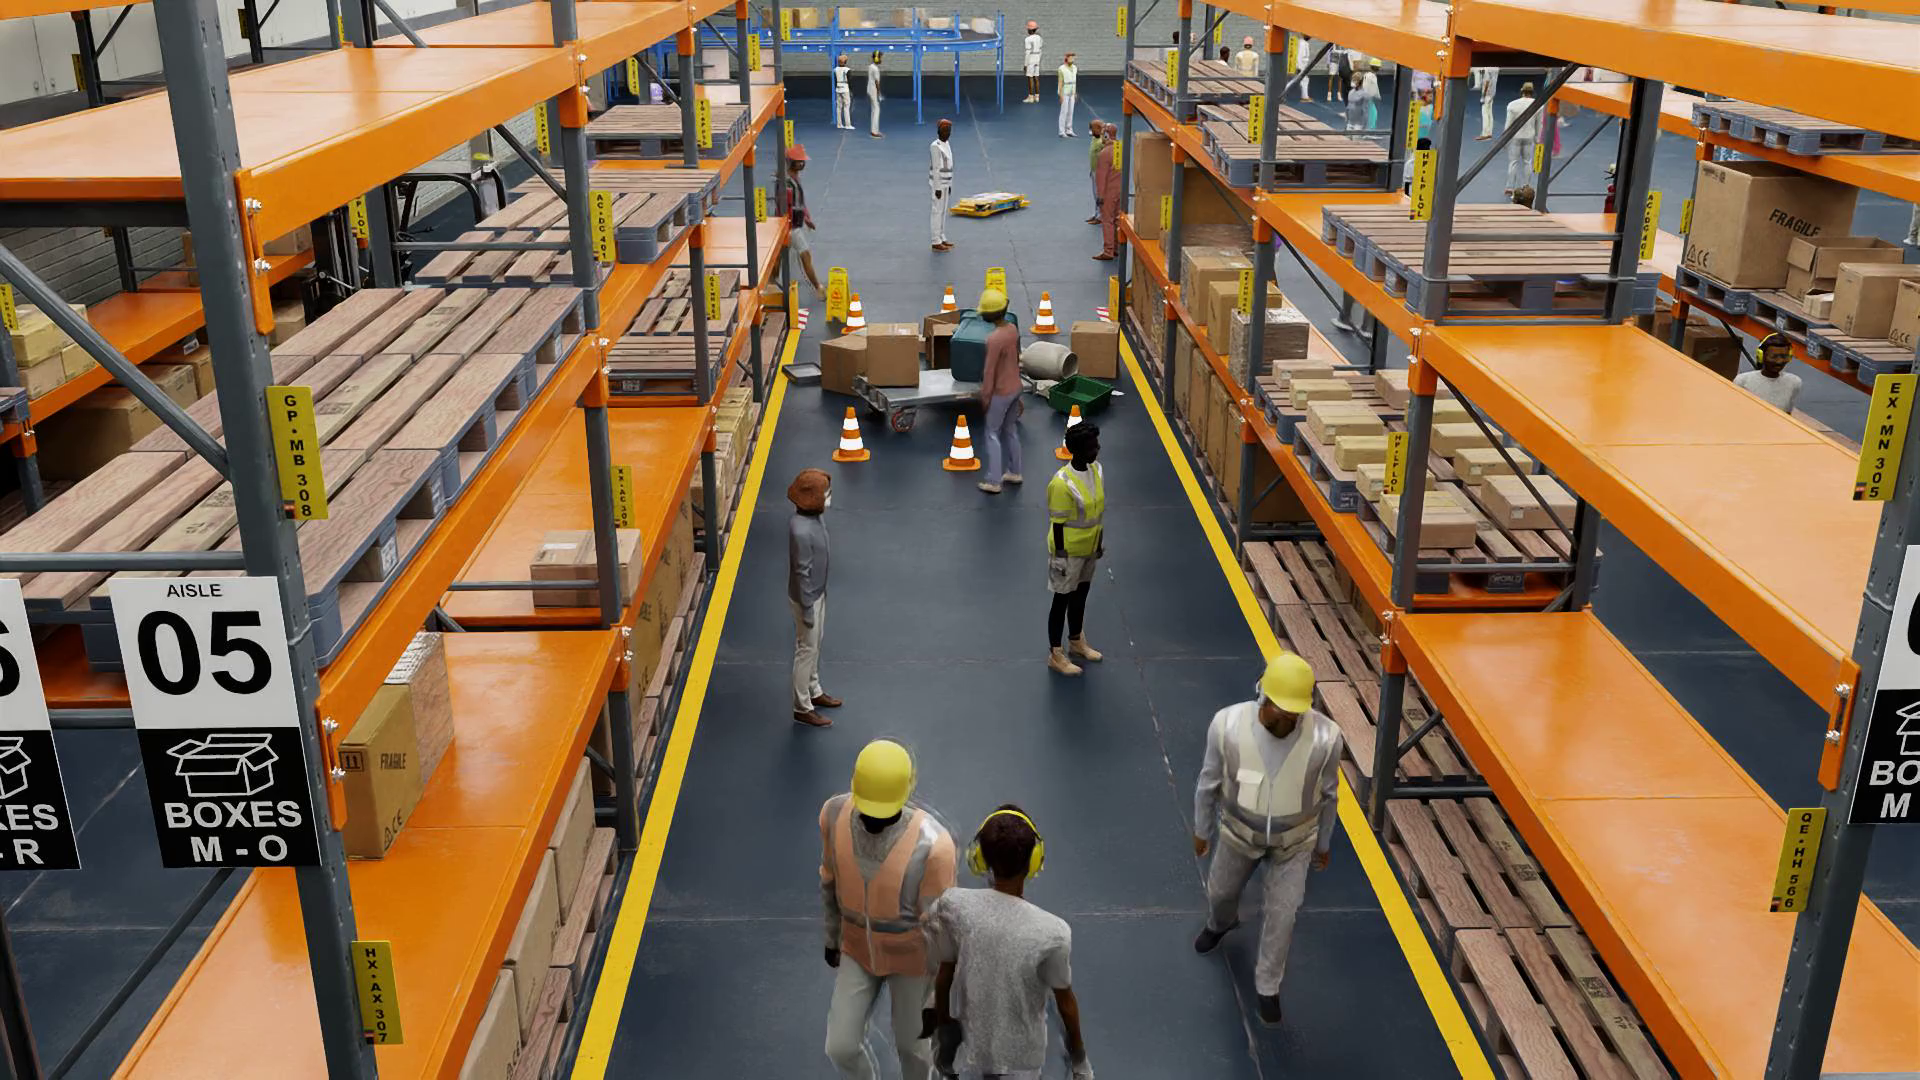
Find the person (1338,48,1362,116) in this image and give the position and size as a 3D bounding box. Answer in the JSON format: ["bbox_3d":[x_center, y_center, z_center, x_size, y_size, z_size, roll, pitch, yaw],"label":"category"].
[{"bbox_3d":[9.395,-11.166,39.868,0.616,2.000,0.818,-2,21,-7],"label":"person"}]

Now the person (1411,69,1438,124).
[{"bbox_3d":[10.557,-10.259,37.710,1.005,1.871,0.608,-16,26,-36],"label":"person"}]

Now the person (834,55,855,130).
[{"bbox_3d":[-2.646,-10.172,37.791,0.514,1.645,0.307,16,26,35],"label":"person"}]

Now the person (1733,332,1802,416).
[{"bbox_3d":[5.852,-0.617,12.222,0.513,1.872,0.331,0,21,-1],"label":"person"}]

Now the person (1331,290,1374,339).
[{"bbox_3d":[4.688,-3.338,19.382,0.614,1.882,0.850,-5,21,-13],"label":"person"}]

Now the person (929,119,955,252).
[{"bbox_3d":[-0.263,-5.168,24.230,0.355,1.886,0.572,6,21,14],"label":"person"}]

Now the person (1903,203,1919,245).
[{"bbox_3d":[14.370,-5.248,24.655,0.486,1.738,0.321,3,21,8],"label":"person"}]

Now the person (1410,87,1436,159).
[{"bbox_3d":[8.050,-7.012,29.190,0.613,1.822,0.438,-16,26,-35],"label":"person"}]

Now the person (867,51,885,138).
[{"bbox_3d":[-1.831,-9.747,36.390,0.396,1.856,0.579,-2,21,-5],"label":"person"}]

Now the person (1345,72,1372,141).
[{"bbox_3d":[7.342,-7.674,30.804,0.375,1.928,0.636,-8,22,-20],"label":"person"}]

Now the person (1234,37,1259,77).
[{"bbox_3d":[6.801,-10.992,39.619,0.549,1.891,0.962,2,21,4],"label":"person"}]

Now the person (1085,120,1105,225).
[{"bbox_3d":[2.159,-5.815,26.304,0.288,1.629,0.501,-3,21,-8],"label":"person"}]

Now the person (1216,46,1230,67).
[{"bbox_3d":[5.750,-9.929,36.790,0.407,1.907,0.597,-5,21,-14],"label":"person"}]

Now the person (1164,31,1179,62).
[{"bbox_3d":[5.262,-11.445,40.710,0.365,1.961,0.616,-17,27,-38],"label":"person"}]

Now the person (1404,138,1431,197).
[{"bbox_3d":[6.529,-4.890,23.754,0.540,1.697,0.317,-13,24,-30],"label":"person"}]

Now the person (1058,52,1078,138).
[{"bbox_3d":[2.338,-9.724,36.352,0.406,1.832,0.568,17,26,37],"label":"person"}]

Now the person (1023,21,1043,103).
[{"bbox_3d":[1.858,-12.354,42.999,0.369,2.048,0.607,16,26,36],"label":"person"}]

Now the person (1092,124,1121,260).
[{"bbox_3d":[2.108,-4.947,23.638,0.395,1.899,0.641,12,24,28],"label":"person"}]

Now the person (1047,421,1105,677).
[{"bbox_3d":[0.748,0.044,10.723,0.319,1.693,0.535,15,25,34],"label":"person"}]

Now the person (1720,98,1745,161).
[{"bbox_3d":[15.289,-8.368,32.663,0.391,1.911,0.584,-14,25,-32],"label":"person"}]

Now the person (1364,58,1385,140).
[{"bbox_3d":[8.953,-9.522,35.940,0.788,1.735,0.537,7,22,18],"label":"person"}]

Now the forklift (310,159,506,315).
[{"bbox_3d":[-5.622,-2.910,17.832,2.313,2.155,1.214,-1,21,-1],"label":"forklift"}]

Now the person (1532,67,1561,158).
[{"bbox_3d":[11.870,-8.656,33.357,0.671,1.944,0.637,16,26,36],"label":"person"}]

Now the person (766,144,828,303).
[{"bbox_3d":[-2.017,-3.974,20.931,1.049,1.986,0.633,-1,21,-1],"label":"person"}]

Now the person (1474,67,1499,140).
[{"bbox_3d":[11.409,-9.602,35.973,0.311,1.869,0.534,18,27,39],"label":"person"}]

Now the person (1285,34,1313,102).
[{"bbox_3d":[8.822,-12.357,43.268,0.816,1.858,0.634,7,22,18],"label":"person"}]

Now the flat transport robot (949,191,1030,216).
[{"bbox_3d":[0.504,-5.597,27.609,0.652,0.197,1.431,14,25,33],"label":"flat transport robot"}]

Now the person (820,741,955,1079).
[{"bbox_3d":[-0.285,1.587,6.374,0.609,1.886,0.542,10,23,24],"label":"person"}]

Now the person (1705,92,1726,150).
[{"bbox_3d":[15.586,-8.918,34.402,0.533,1.697,0.322,-4,21,-11],"label":"person"}]

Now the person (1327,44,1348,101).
[{"bbox_3d":[9.864,-12.476,43.326,0.605,2.045,0.377,0,21,0],"label":"person"}]

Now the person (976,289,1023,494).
[{"bbox_3d":[0.330,-1.266,14.099,0.391,1.751,0.578,9,22,22],"label":"person"}]

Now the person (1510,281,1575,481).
[{"bbox_3d":[5.065,-1.453,14.334,0.602,1.941,0.402,0,21,1],"label":"person"}]

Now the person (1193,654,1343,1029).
[{"bbox_3d":[1.363,1.248,7.401,0.616,1.803,0.705,5,21,12],"label":"person"}]

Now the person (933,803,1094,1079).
[{"bbox_3d":[0.198,1.789,5.896,0.543,1.845,0.547,13,24,31],"label":"person"}]

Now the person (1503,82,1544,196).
[{"bbox_3d":[9.754,-6.948,28.860,0.635,1.937,0.354,2,21,5],"label":"person"}]

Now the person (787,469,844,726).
[{"bbox_3d":[-0.890,0.340,10.038,0.295,1.623,0.507,2,21,5],"label":"person"}]
